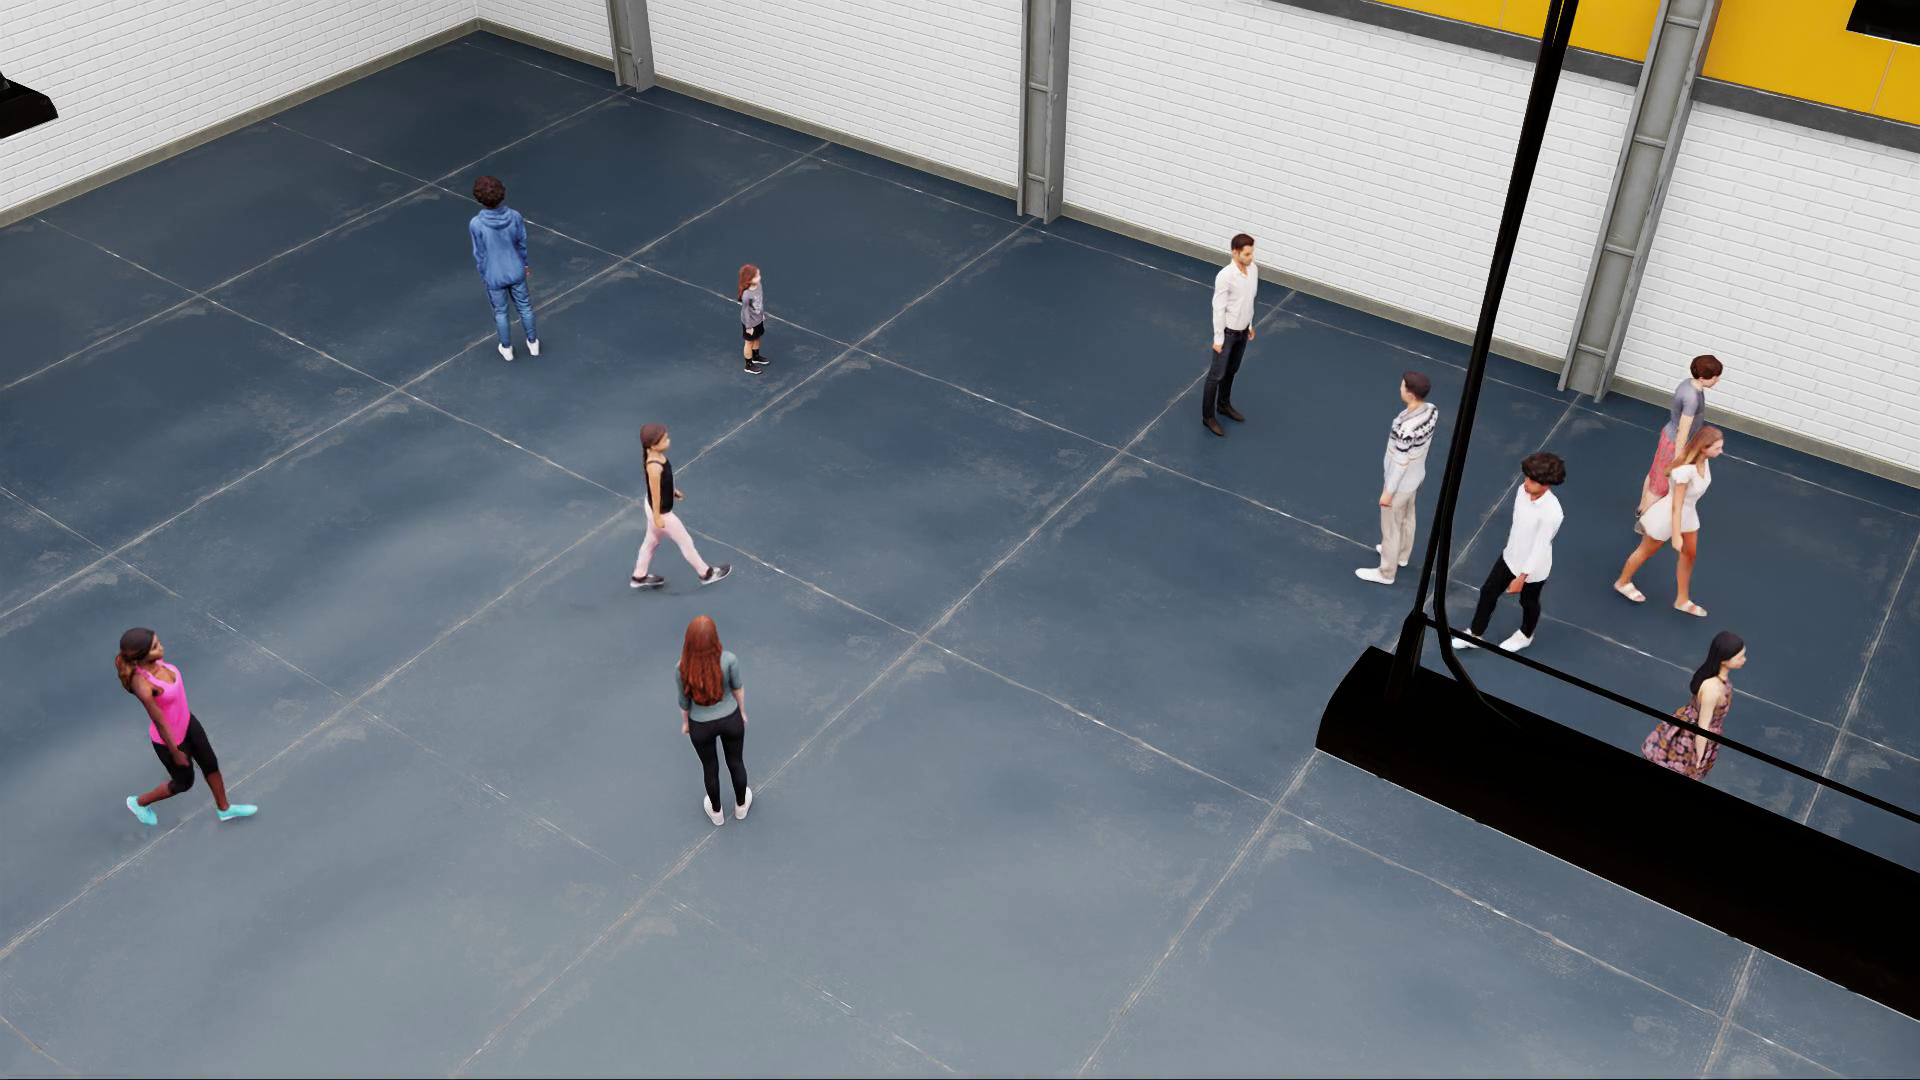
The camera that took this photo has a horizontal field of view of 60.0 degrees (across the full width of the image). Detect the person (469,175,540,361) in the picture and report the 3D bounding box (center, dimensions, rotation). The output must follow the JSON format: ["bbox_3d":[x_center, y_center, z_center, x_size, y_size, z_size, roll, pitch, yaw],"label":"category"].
[{"bbox_3d":[-4.213,-2.501,15.345,0.747,1.807,0.729,-18,42,-22],"label":"person"}]

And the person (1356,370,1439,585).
[{"bbox_3d":[3.410,-0.481,12.773,0.531,1.859,0.685,25,45,28],"label":"person"}]

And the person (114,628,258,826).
[{"bbox_3d":[-5.147,1.260,10.720,1.049,1.702,0.916,-2,39,-2],"label":"person"}]

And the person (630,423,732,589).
[{"bbox_3d":[-2.349,-0.220,12.718,1.019,1.520,0.989,-8,39,-10],"label":"person"}]

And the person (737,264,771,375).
[{"bbox_3d":[-1.923,-2.068,15.365,0.508,1.105,0.509,12,40,15],"label":"person"}]

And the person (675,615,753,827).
[{"bbox_3d":[-1.588,1.179,10.788,0.670,1.742,0.724,-8,39,-10],"label":"person"}]

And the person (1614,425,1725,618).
[{"bbox_3d":[5.305,-0.199,12.577,0.747,1.663,0.989,-26,45,-28],"label":"person"}]

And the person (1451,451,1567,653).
[{"bbox_3d":[4.191,0.118,12.085,0.974,1.782,0.961,-13,41,-16],"label":"person"}]

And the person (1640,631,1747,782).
[{"bbox_3d":[4.689,1.278,10.641,0.728,1.772,0.715,16,41,19],"label":"person"}]

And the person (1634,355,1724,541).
[{"bbox_3d":[5.727,-0.776,13.312,0.586,1.649,0.639,14,41,17],"label":"person"}]

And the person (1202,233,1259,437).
[{"bbox_3d":[2.347,-1.814,14.435,0.689,1.869,0.593,-32,48,-33],"label":"person"}]
